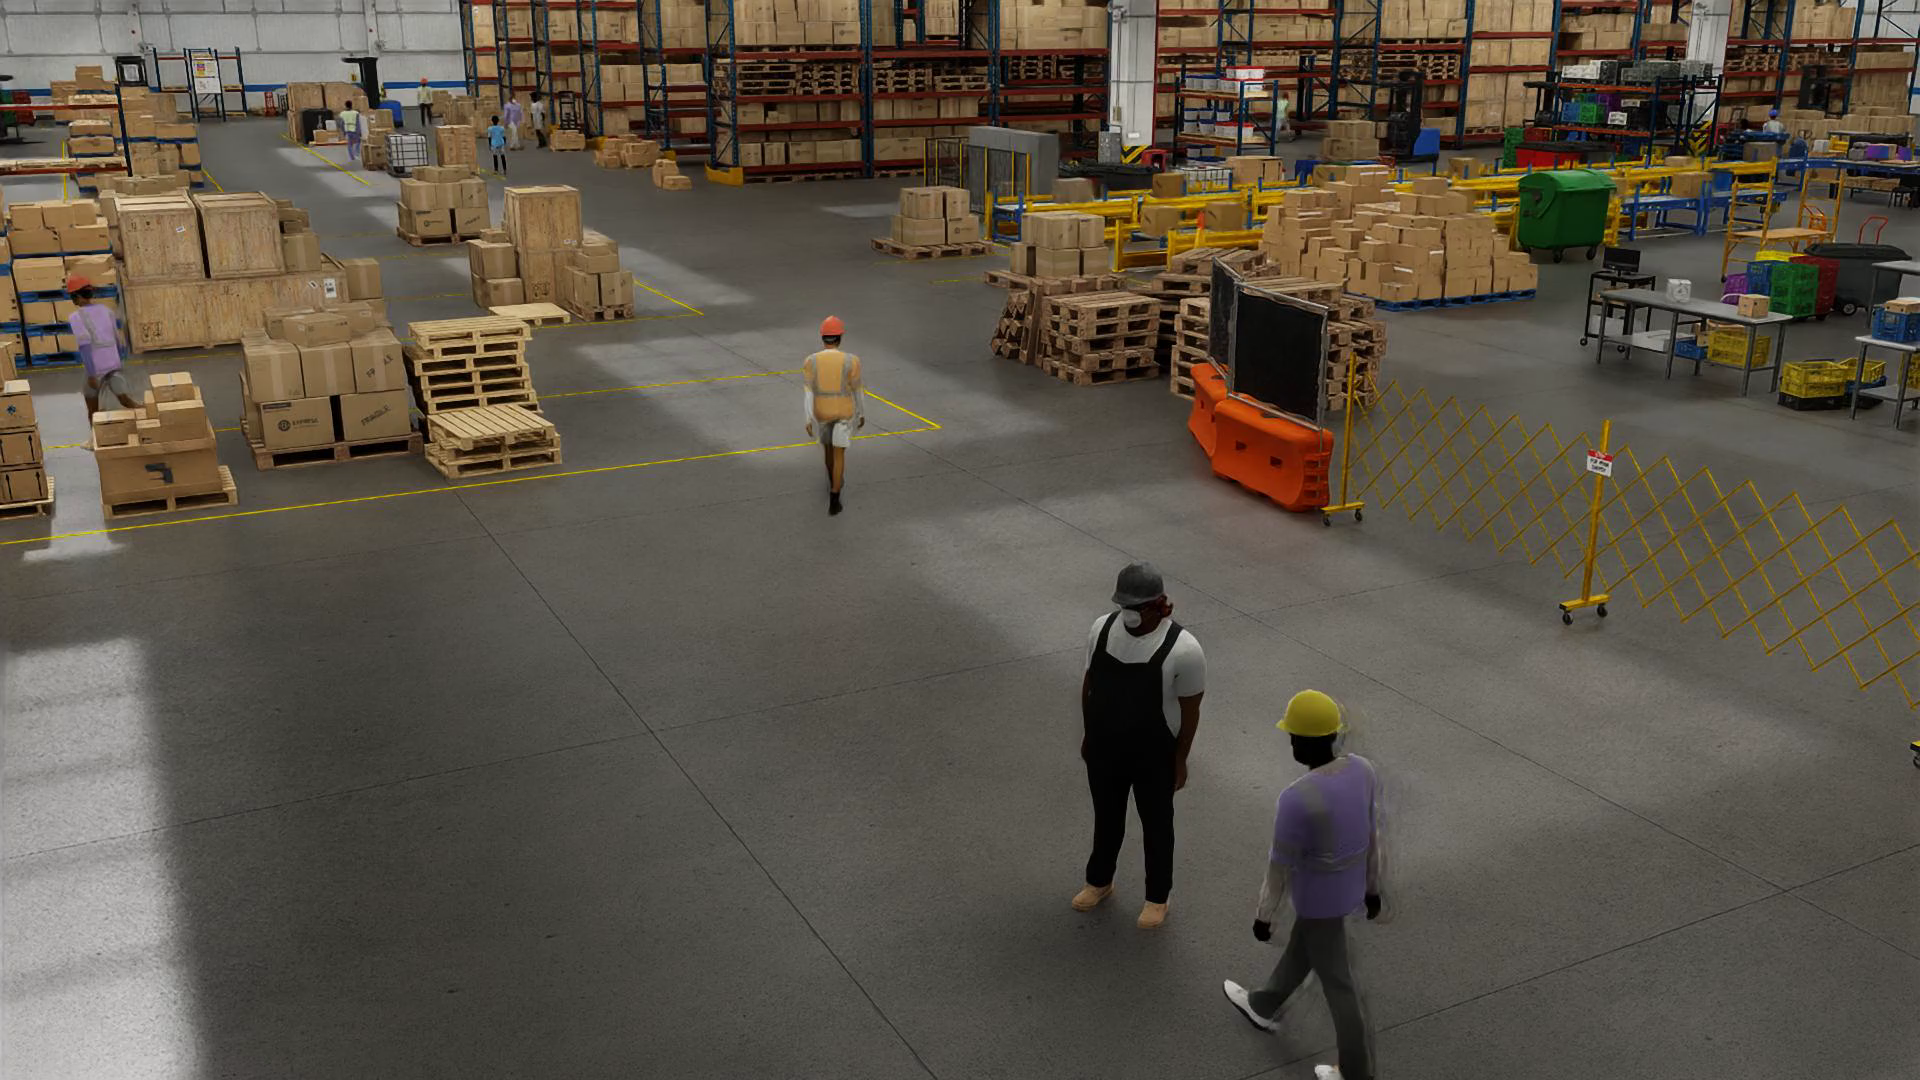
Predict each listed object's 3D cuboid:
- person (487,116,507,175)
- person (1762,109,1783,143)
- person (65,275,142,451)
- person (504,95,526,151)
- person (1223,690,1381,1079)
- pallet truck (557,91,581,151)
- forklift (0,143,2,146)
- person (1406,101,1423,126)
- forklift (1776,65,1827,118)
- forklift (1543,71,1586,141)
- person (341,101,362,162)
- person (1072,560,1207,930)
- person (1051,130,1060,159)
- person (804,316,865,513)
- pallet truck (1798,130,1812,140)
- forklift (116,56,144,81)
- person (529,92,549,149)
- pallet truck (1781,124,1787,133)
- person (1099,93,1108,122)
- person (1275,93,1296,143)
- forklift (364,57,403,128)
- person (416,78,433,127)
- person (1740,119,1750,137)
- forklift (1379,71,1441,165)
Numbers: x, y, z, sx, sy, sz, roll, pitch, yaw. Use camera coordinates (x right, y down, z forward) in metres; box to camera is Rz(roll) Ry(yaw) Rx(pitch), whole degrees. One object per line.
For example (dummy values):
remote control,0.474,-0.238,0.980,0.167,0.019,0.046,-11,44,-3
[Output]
person,-13.613,-11.614,48.950,0.532,1.697,0.319,-9,20,-27
person,23.394,-11.446,48.053,0.599,1.930,0.448,-1,18,-3
person,-9.348,-1.919,18.287,1.012,1.985,0.645,5,19,16
person,-15.164,-14.225,56.787,1.032,1.876,0.629,15,23,39
person,1.551,1.561,7.571,0.601,1.873,0.987,-16,24,-41
pallet truck,-13.495,-14.412,57.188,0.823,1.965,1.885,-3,18,-9
forklift,-34.698,-15.445,58.987,1.873,2.768,1.129,4,18,12
person,14.956,-13.608,54.944,0.712,1.834,0.996,6,19,17
forklift,29.533,-15.099,57.908,1.129,2.768,1.873,-9,20,-26
forklift,18.685,-13.231,52.085,1.873,2.768,1.129,-9,20,-26
person,-19.443,-13.094,53.249,0.623,1.894,0.707,0,18,1
person,0.908,1.082,8.815,0.672,2.000,0.536,11,21,31
person,2.438,-10.002,43.988,0.874,1.658,0.528,7,19,21
person,-1.235,-1.261,16.390,0.555,1.885,1.027,3,18,8
pallet truck,25.526,-11.556,49.408,1.630,1.274,0.653,-9,20,-26
forklift,-33.955,-18.449,68.351,1.129,2.768,1.873,-9,20,-26
person,-14.687,-14.564,57.753,0.640,1.938,0.462,14,23,38
pallet truck,25.206,-12.542,52.601,1.601,1.201,0.680,0,18,-2
person,6.168,-18.841,70.952,0.453,2.031,0.627,-11,21,-30
person,11.769,-15.296,60.285,1.001,1.781,0.573,-12,21,-33
forklift,-23.619,-18.028,67.038,1.873,2.768,1.129,-9,20,-26
person,-22.068,-18.055,68.574,0.661,1.979,0.590,-3,18,-9
person,22.845,-11.338,48.156,0.640,1.656,0.547,3,18,10
forklift,14.069,-13.247,52.133,1.873,2.768,1.129,-8,19,-23
